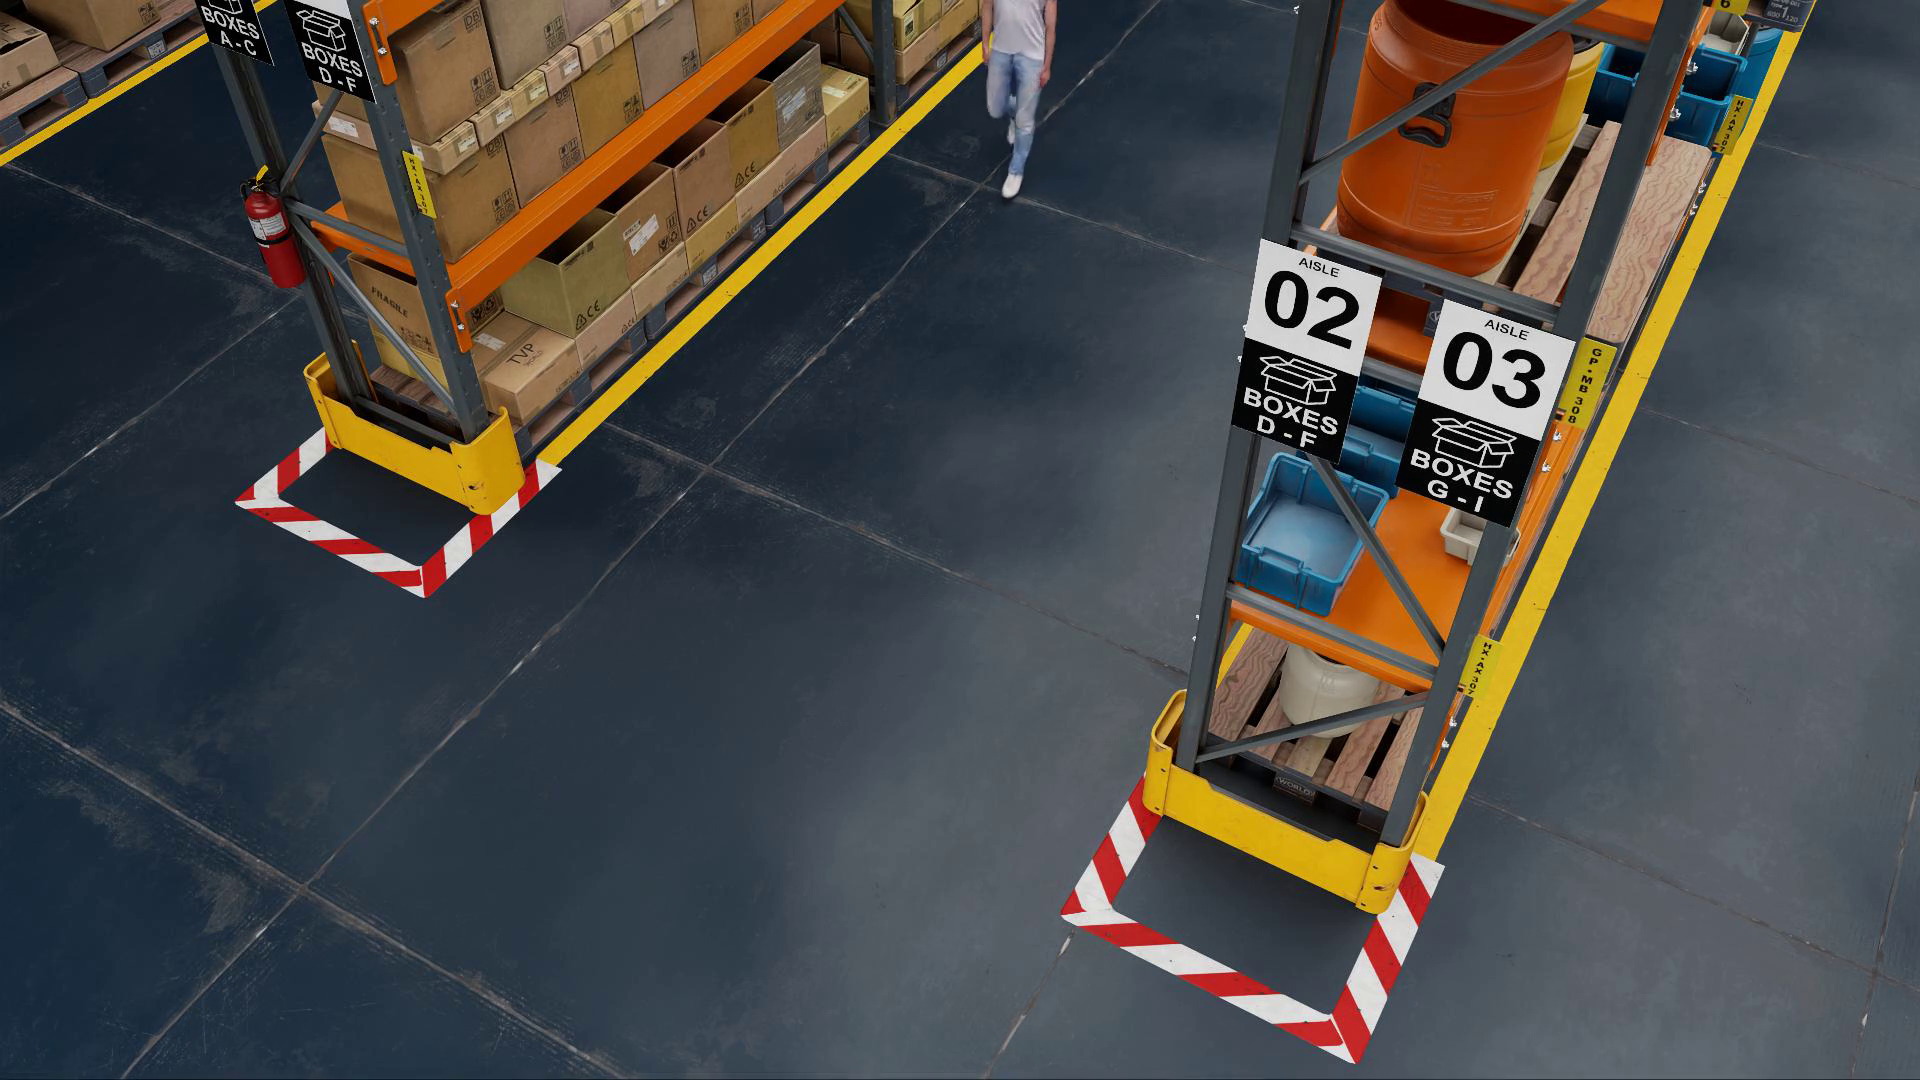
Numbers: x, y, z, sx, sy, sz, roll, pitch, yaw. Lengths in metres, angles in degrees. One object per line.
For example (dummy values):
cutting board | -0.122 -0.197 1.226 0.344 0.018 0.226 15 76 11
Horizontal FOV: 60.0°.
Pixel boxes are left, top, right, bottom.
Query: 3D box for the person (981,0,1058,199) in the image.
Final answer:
person | 0.395 -3.013 10.170 0.729 1.836 0.944 17 50 15
